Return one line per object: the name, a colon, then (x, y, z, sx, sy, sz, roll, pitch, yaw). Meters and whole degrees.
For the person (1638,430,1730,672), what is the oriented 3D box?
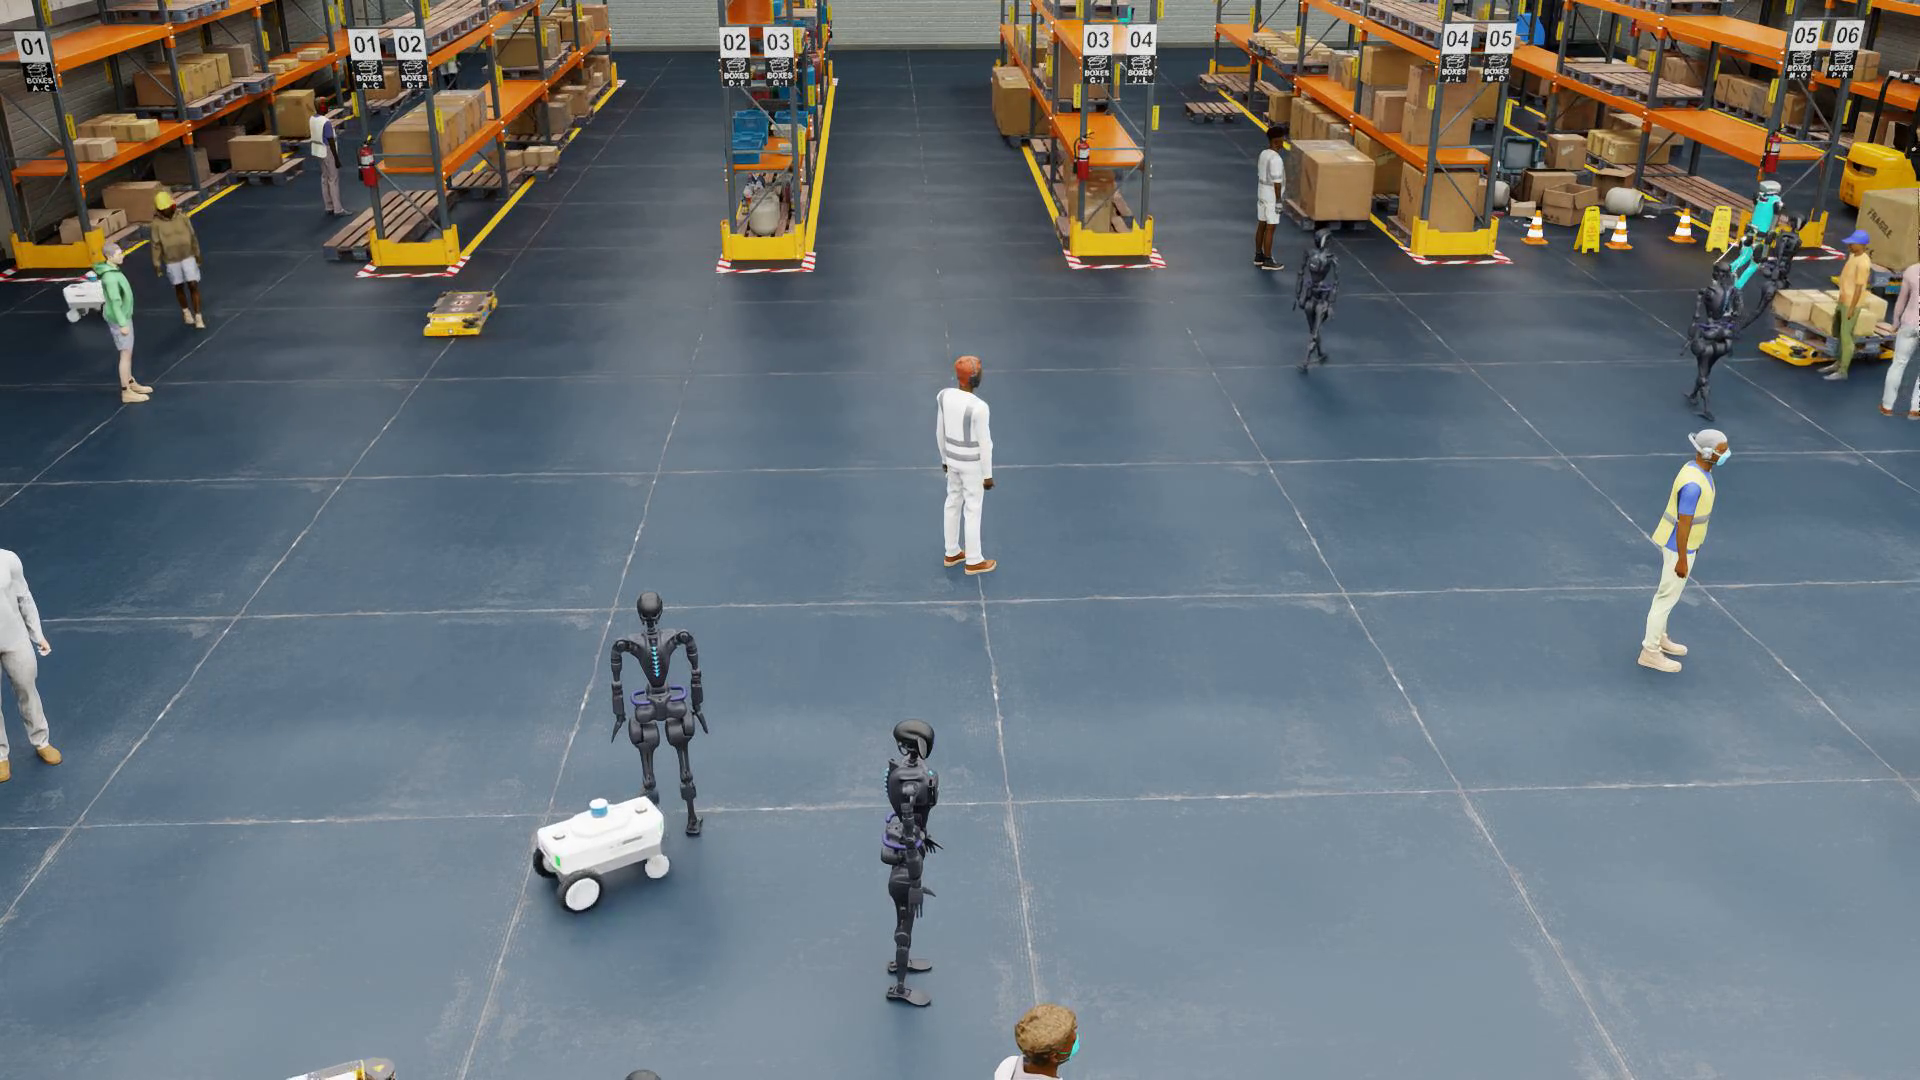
person: (5.363, 0.059, 12.364, 0.405, 1.885, 0.516, 13, 27, 27)

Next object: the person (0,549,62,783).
person: (-6.352, 0.670, 10.968, 0.572, 1.897, 0.360, -19, 30, -36)

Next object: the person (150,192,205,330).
person: (-9.585, -3.421, 20.394, 0.560, 1.706, 0.838, -12, 27, -25)

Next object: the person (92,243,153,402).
person: (-9.054, -2.350, 17.956, 0.315, 1.735, 0.474, -9, 25, -19)

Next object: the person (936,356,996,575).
person: (0.057, -0.629, 13.899, 0.343, 1.882, 0.586, -21, 31, -39)

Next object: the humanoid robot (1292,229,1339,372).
humanoid robot: (4.047, -2.749, 18.967, 0.791, 1.621, 0.584, -21, 31, -39)

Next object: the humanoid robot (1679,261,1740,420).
humanoid robot: (7.912, -2.141, 17.594, 0.609, 1.628, 0.741, -7, 25, -15)

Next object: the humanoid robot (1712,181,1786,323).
humanoid robot: (9.699, -3.543, 20.641, 0.667, 1.805, 0.558, -4, 24, -8)

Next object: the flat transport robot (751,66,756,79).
flat transport robot: (-4.481, -11.056, 39.315, 1.431, 0.231, 0.659, -1, 24, -2)

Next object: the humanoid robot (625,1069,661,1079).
humanoid robot: (-1.195, 2.742, 6.617, 0.757, 1.624, 0.589, 21, 31, 39)

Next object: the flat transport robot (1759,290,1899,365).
flat transport robot: (10.263, -2.276, 19.587, 1.431, 0.231, 0.659, -5, 25, -12)

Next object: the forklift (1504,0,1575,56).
forklift: (14.700, -13.805, 42.301, 1.873, 2.768, 1.129, -1, 24, -2)

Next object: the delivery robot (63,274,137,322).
delivery robot: (-10.862, -3.048, 20.962, 0.790, 0.589, 0.499, -2, 24, -4)

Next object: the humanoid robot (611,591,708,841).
humanoid robot: (-1.867, 1.083, 10.290, 0.599, 1.657, 0.315, -6, 25, -14)

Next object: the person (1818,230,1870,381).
person: (9.909, -2.632, 18.624, 0.394, 1.704, 0.450, 5, 24, 10)

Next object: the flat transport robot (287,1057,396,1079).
flat transport robot: (-3.396, 2.920, 7.911, 1.431, 0.231, 0.659, -10, 26, -22)

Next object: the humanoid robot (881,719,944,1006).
humanoid robot: (-0.257, 1.690, 8.926, 0.315, 1.657, 0.599, 2, 24, 4)

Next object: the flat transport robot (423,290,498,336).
flat transport robot: (-6.259, -2.852, 20.882, 0.659, 0.231, 1.431, -2, 24, -4)

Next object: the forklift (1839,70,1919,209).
forklift: (15.132, -6.143, 25.915, 2.313, 2.155, 1.214, -1, 24, -2)

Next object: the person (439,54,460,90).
person: (-11.085, -10.282, 35.836, 0.557, 1.669, 0.664, -2, 24, -3)

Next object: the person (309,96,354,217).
person: (-9.887, -5.982, 25.978, 0.565, 1.843, 0.390, 20, 31, 38)

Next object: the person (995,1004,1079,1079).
person: (0.316, 2.622, 6.559, 0.383, 1.917, 0.489, -15, 28, -30)

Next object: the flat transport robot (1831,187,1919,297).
flat transport robot: (12.461, -3.407, 22.129, 1.431, 0.231, 0.659, 4, 24, 8)

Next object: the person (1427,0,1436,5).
person: (11.753, -13.022, 41.856, 0.394, 1.796, 0.595, -12, 27, -26)

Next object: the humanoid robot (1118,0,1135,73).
humanoid robot: (3.794, -11.984, 39.590, 0.547, 1.738, 1.005, -16, 28, -31)

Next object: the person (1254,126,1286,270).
person: (4.318, -4.749, 23.059, 0.368, 1.966, 0.605, -6, 25, -13)

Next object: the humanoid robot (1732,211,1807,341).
humanoid robot: (9.704, -3.114, 19.804, 0.778, 1.624, 0.616, 19, 30, 37)

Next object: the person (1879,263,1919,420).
person: (10.090, -2.202, 17.407, 0.448, 1.918, 0.638, -19, 30, -36)

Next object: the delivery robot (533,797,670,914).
delivery robot: (-2.170, 1.850, 9.988, 0.803, 0.614, 0.499, -15, 28, -30)
